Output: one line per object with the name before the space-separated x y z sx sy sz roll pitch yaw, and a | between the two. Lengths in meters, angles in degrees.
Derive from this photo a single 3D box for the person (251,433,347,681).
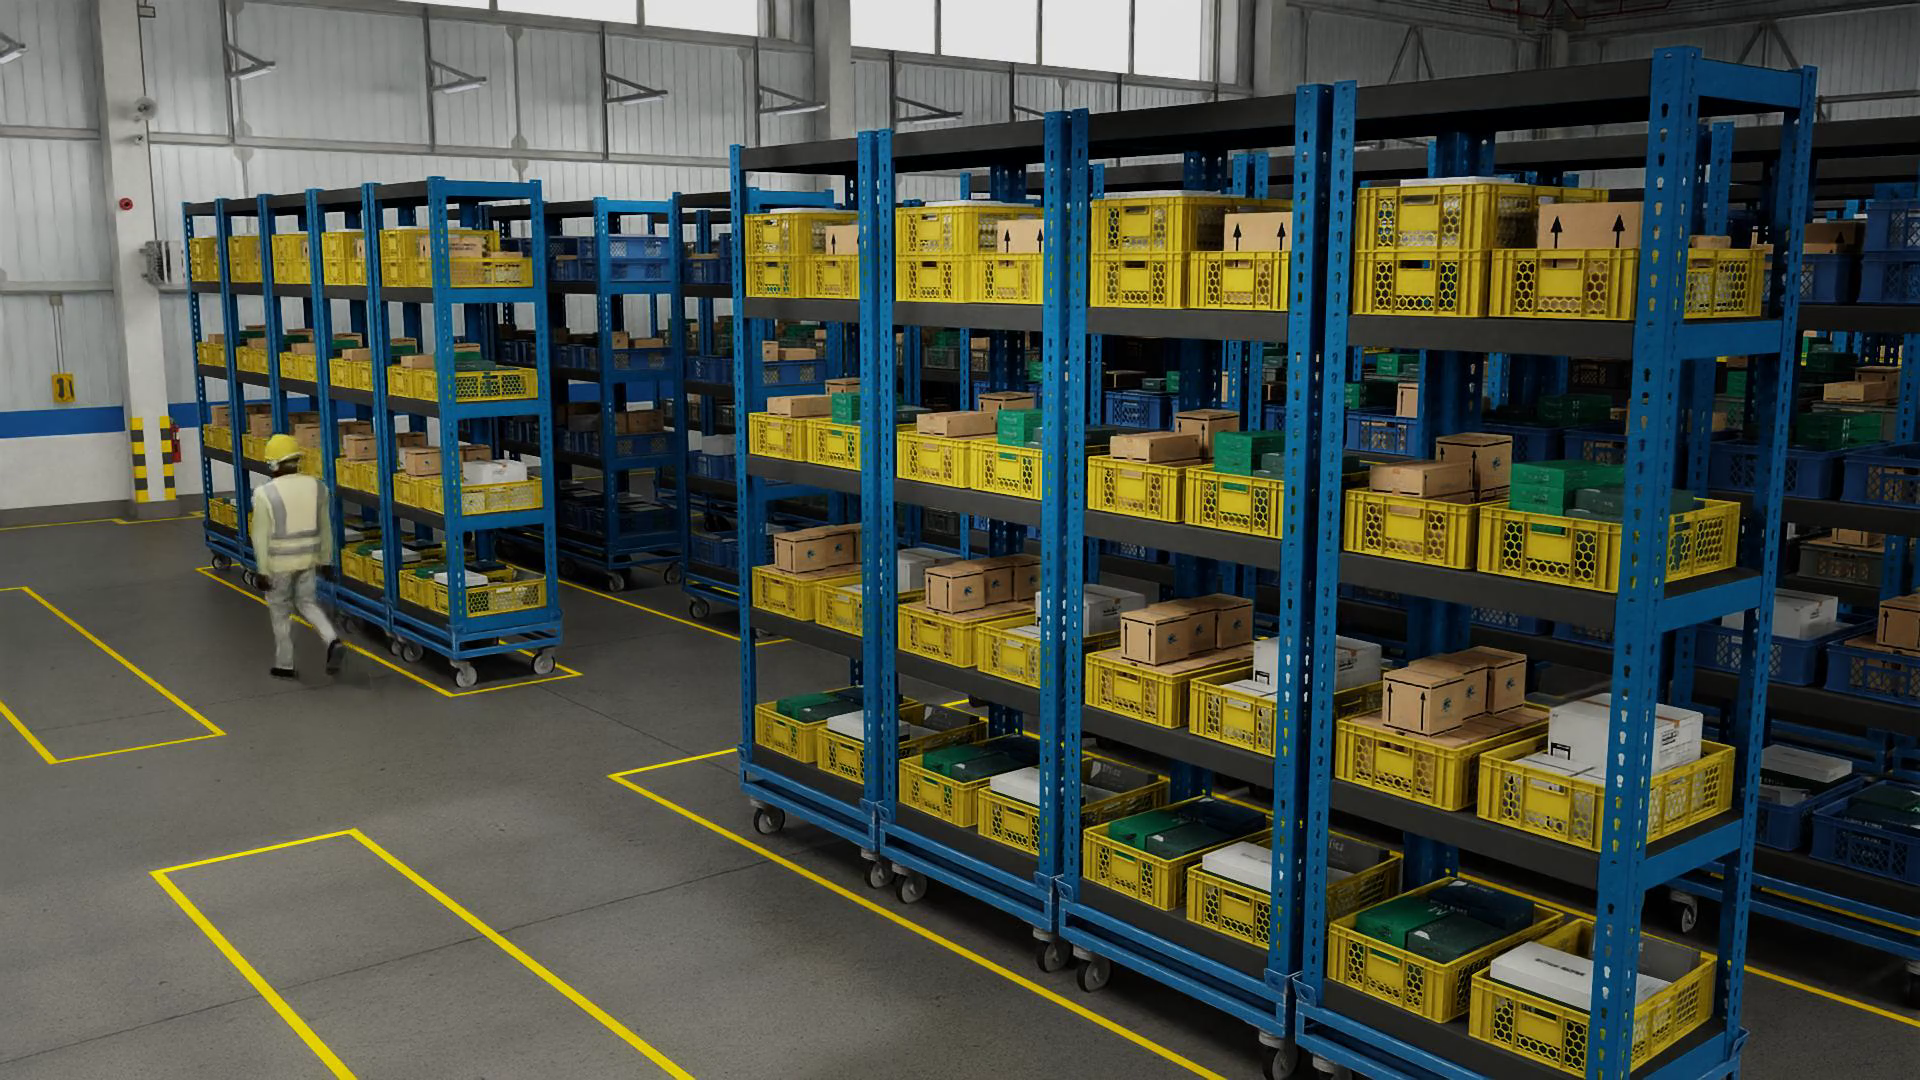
person | -4.764 0.142 11.935 0.628 1.814 0.598 6 11 34
